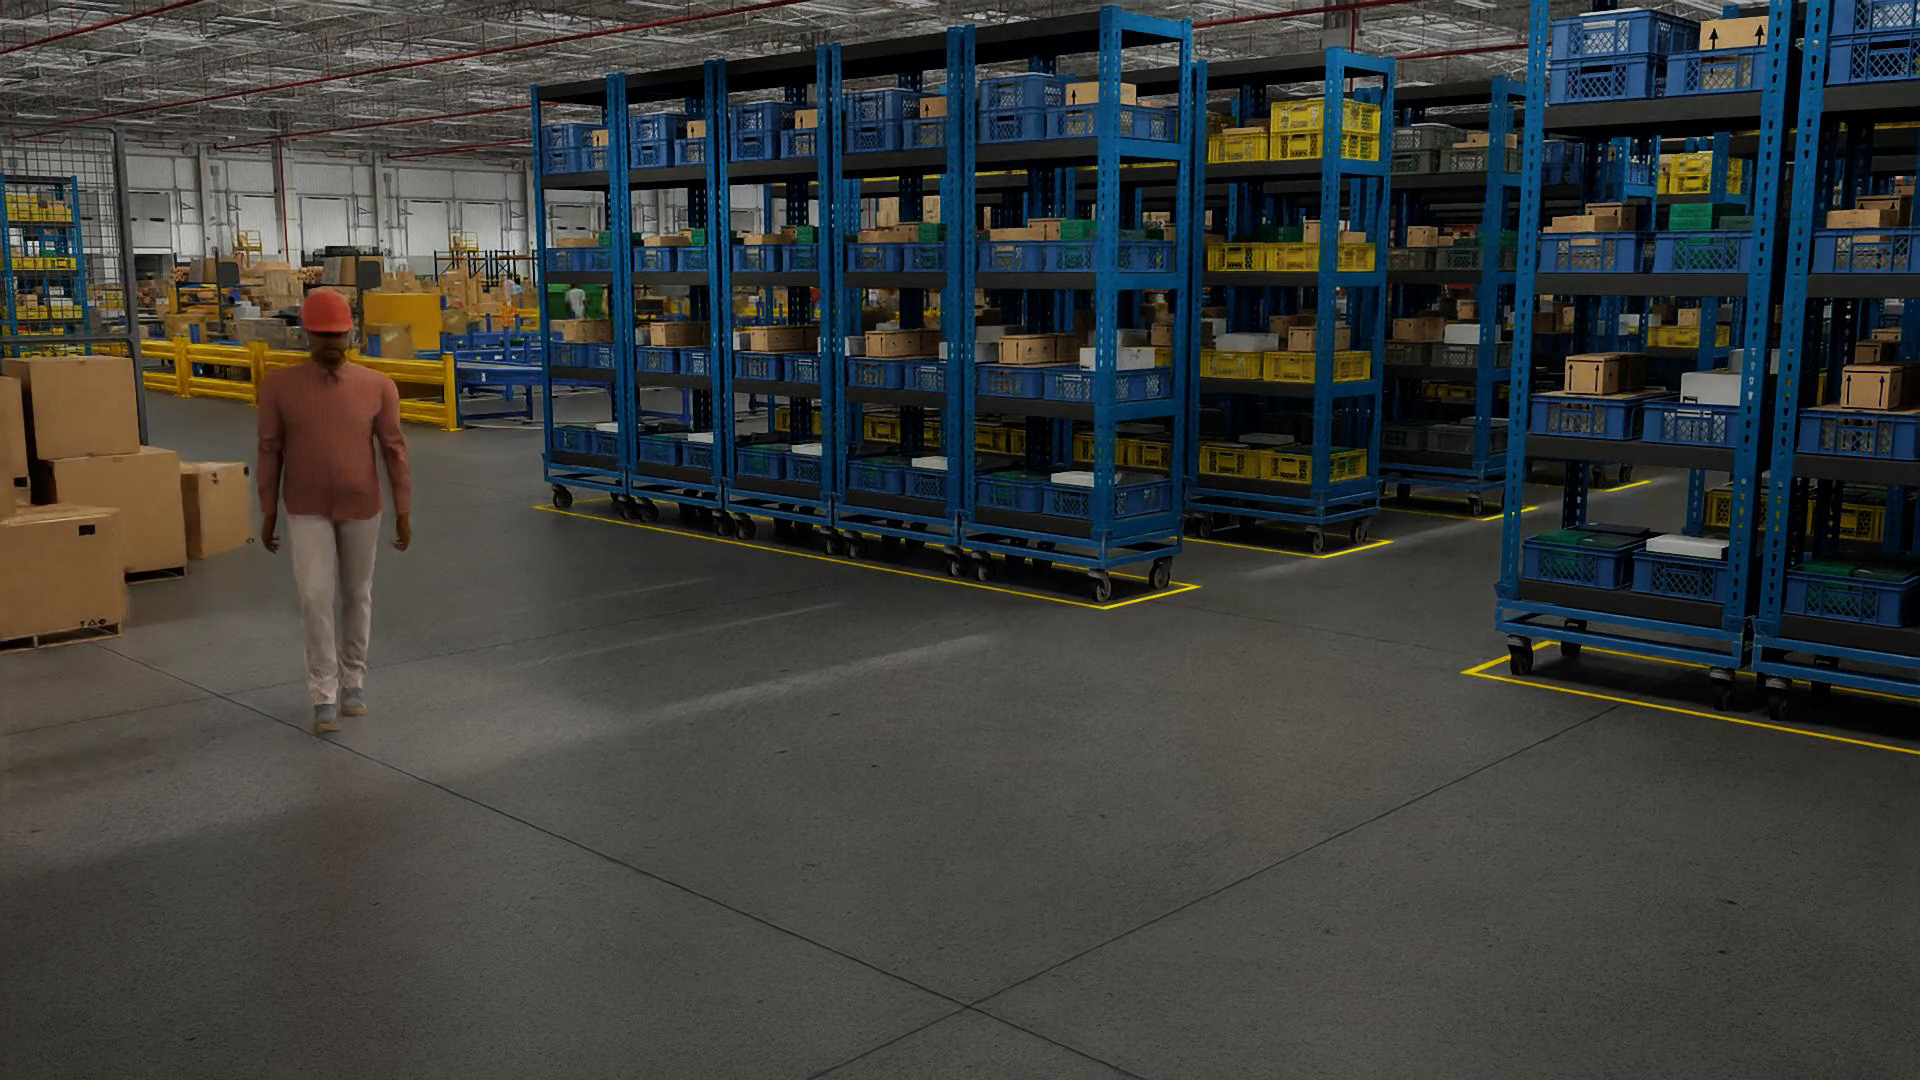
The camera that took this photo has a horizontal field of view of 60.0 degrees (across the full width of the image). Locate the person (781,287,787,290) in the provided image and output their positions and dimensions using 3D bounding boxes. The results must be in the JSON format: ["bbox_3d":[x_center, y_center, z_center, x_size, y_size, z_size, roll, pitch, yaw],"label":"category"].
[{"bbox_3d":[-7.755,-10.990,74.120,0.606,1.967,0.367,9,13,43],"label":"person"}]

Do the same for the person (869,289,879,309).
[{"bbox_3d":[-3.158,-8.817,60.880,0.545,1.941,0.351,9,13,43],"label":"person"}]

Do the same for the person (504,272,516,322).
[{"bbox_3d":[-16.788,-9.024,62.152,0.632,1.940,0.372,9,13,43],"label":"person"}]

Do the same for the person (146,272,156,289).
[{"bbox_3d":[-39.003,-11.914,80.031,0.916,1.887,0.597,-4,10,-24],"label":"person"}]

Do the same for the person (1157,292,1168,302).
[{"bbox_3d":[6.452,-7.468,52.736,0.490,1.909,0.659,-3,10,-16],"label":"person"}]

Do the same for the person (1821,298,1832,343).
[{"bbox_3d":[22.306,-5.806,42.740,0.590,1.835,0.404,9,13,43],"label":"person"}]

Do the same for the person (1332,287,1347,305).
[{"bbox_3d":[5.731,-2.907,24.744,0.643,1.909,0.410,9,13,43],"label":"person"}]

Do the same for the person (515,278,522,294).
[{"bbox_3d":[-18.073,-9.867,68.061,0.535,1.697,0.318,9,13,43],"label":"person"}]

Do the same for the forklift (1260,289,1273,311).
[{"bbox_3d":[9.593,-7.951,52.692,1.129,2.768,1.873,2,10,14],"label":"forklift"}]

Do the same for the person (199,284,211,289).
[{"bbox_3d":[-19.005,-5.645,41.959,0.525,1.770,0.306,9,13,43],"label":"person"}]

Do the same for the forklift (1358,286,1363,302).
[{"bbox_3d":[11.100,-7.017,46.970,1.873,2.768,1.129,9,13,43],"label":"forklift"}]

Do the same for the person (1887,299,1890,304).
[{"bbox_3d":[25.107,-6.066,44.542,0.525,1.770,0.306,9,13,43],"label":"person"}]

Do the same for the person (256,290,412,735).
[{"bbox_3d":[-2.785,-0.119,7.455,0.653,1.963,0.836,-4,10,-24],"label":"person"}]

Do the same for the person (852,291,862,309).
[{"bbox_3d":[-4.163,-9.505,65.304,0.616,1.874,0.513,-1,9,-6],"label":"person"}]

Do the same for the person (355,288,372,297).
[{"bbox_3d":[-21.011,-8.492,58.576,0.542,2.000,0.680,-6,11,-32],"label":"person"}]

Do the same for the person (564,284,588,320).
[{"bbox_3d":[-9.752,-5.688,42.044,0.681,1.835,0.430,-2,9,-10],"label":"person"}]

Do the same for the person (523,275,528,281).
[{"bbox_3d":[-24.720,-14.248,94.782,0.487,1.744,0.294,9,13,43],"label":"person"}]
